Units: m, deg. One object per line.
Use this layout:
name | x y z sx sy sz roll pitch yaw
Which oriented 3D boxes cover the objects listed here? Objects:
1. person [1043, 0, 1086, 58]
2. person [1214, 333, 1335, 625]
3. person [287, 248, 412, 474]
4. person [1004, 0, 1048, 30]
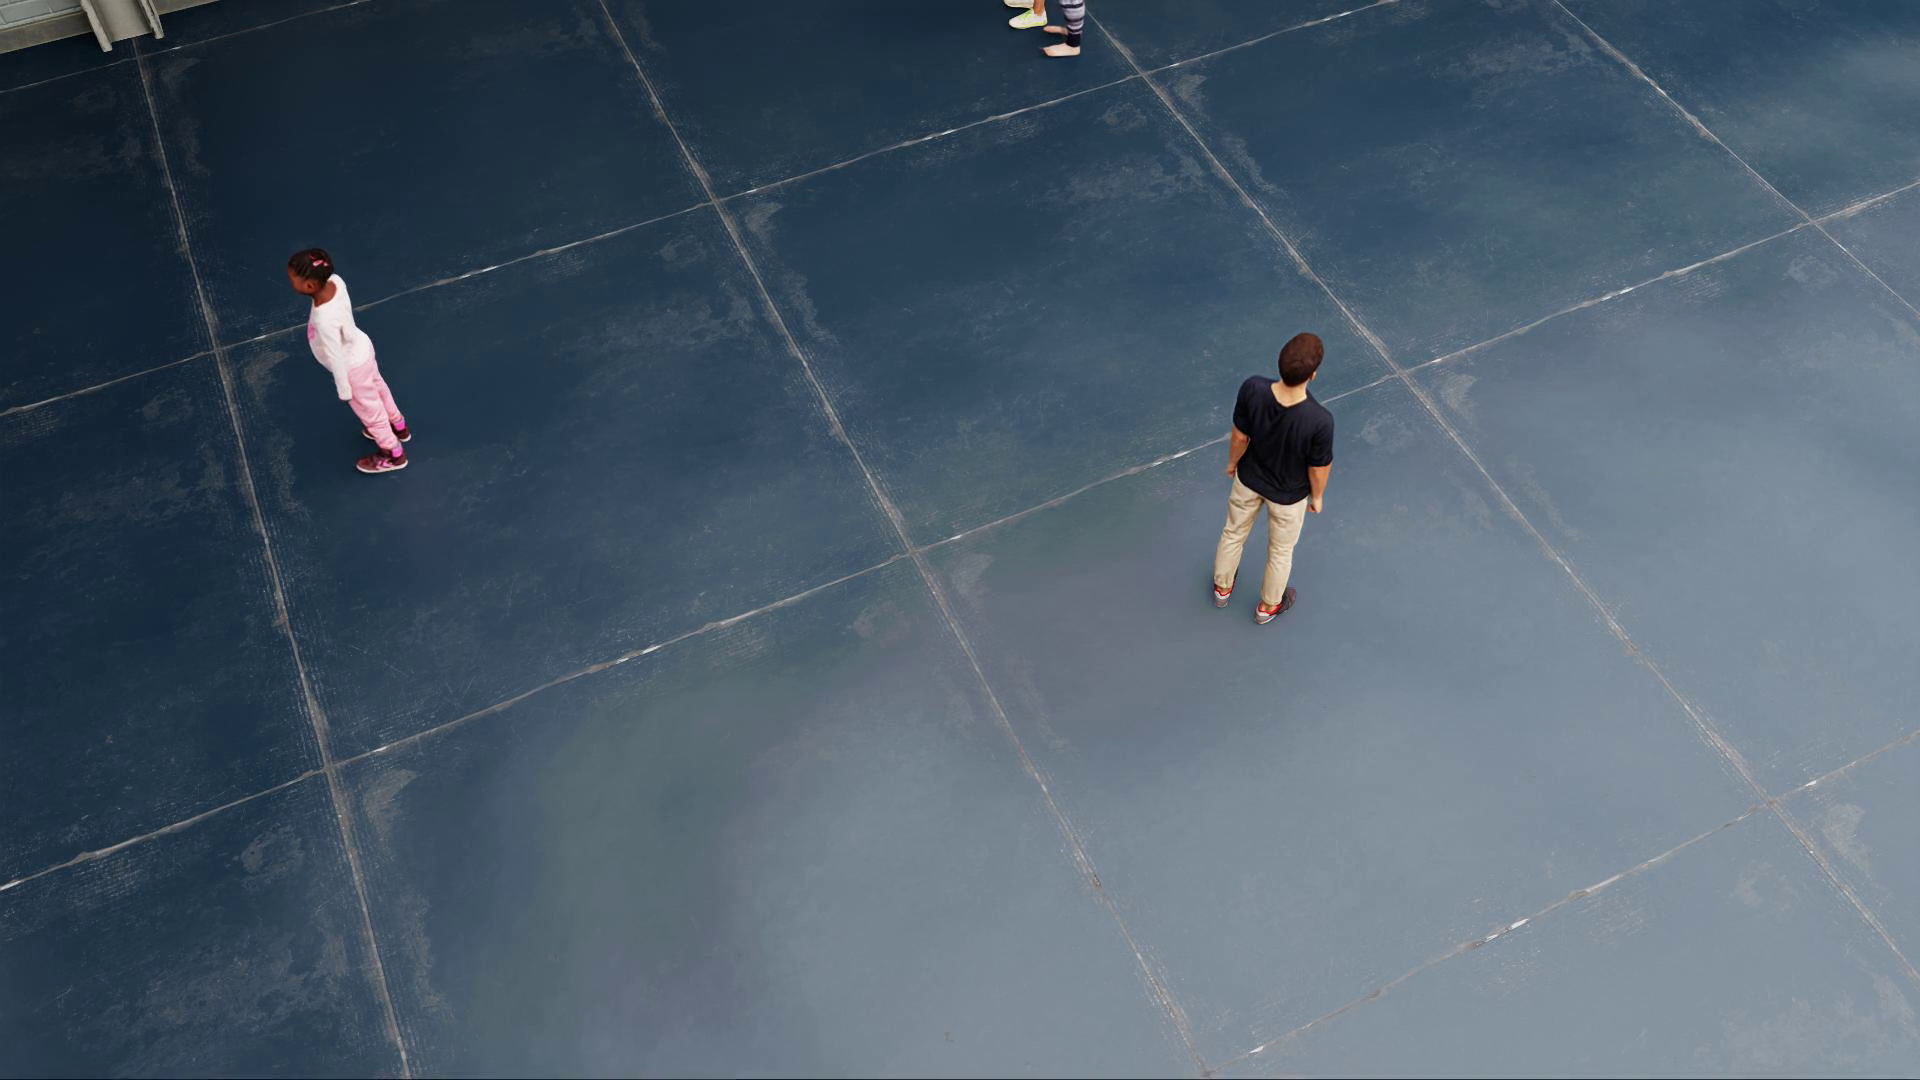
person | 0.708 -3.858 10.508 0.683 1.733 0.677 5 52 4
person | 1.437 -0.264 7.645 0.707 1.859 0.718 25 56 18
person | -3.084 -0.929 8.420 0.573 1.450 0.591 -6 52 -4
person | 0.484 -4.142 10.692 0.676 1.791 0.653 -2 52 -2
